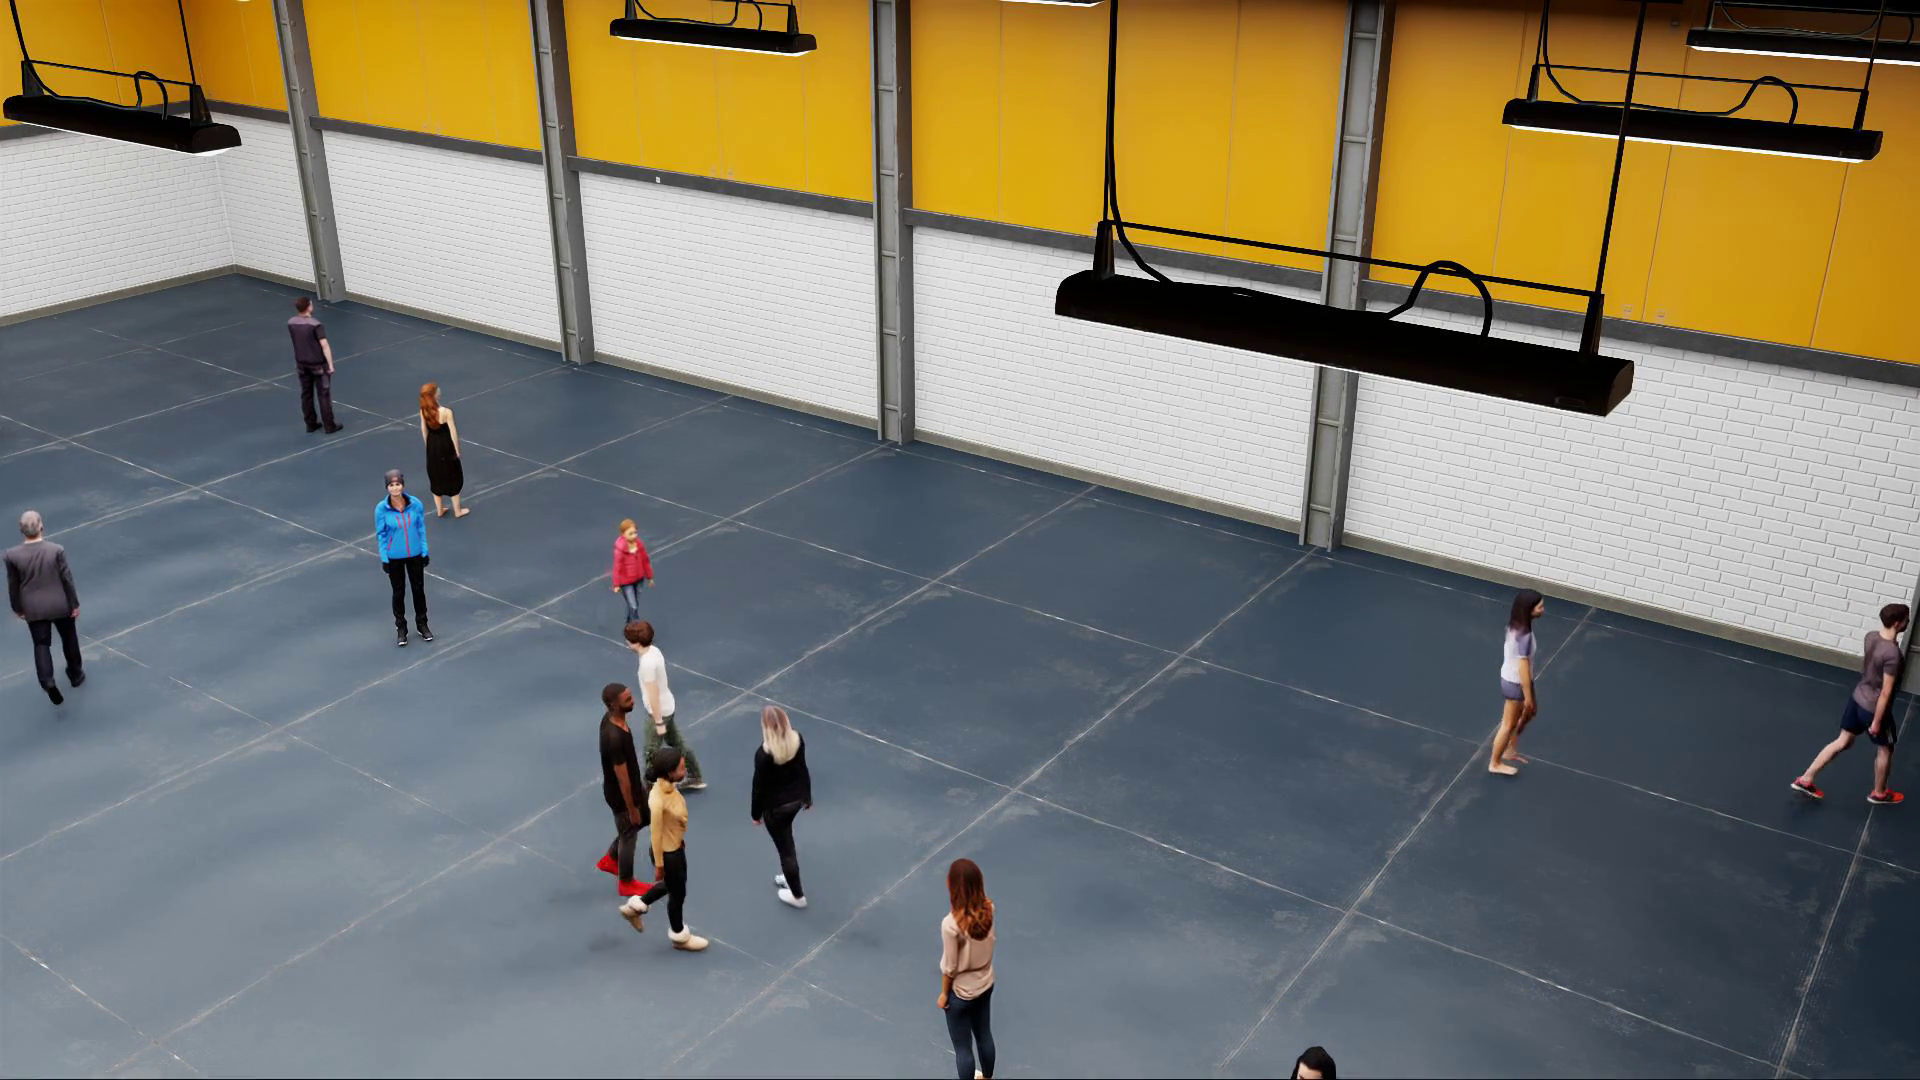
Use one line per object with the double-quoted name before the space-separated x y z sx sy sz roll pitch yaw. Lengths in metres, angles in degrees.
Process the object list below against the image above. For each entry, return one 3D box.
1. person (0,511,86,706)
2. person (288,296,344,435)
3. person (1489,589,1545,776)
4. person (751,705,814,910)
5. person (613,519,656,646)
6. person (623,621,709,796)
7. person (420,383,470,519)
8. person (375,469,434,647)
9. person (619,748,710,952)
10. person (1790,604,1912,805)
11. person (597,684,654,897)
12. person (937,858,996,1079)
"person" -8.343 0.634 15.190 1.085 1.814 1.231 -9 25 -20
"person" -8.530 -2.307 21.874 0.668 1.849 0.854 7 25 16
"person" 4.610 1.195 14.017 0.741 1.726 0.723 4 24 9
"person" -1.237 2.003 12.233 0.663 1.673 0.672 21 31 39
"person" -3.275 0.386 16.401 0.615 1.298 0.817 -22 32 -40
"person" -2.414 1.406 13.661 1.056 1.623 0.996 -2 24 -4
"person" -6.016 -1.042 19.257 0.617 1.626 0.709 5 24 10
"person" -5.447 0.157 16.304 0.692 1.795 0.692 -10 26 -22
"person" -2.151 2.213 11.796 0.986 1.638 0.866 1 24 2
"person" 7.305 1.366 13.515 1.257 1.814 1.105 0 24 -1
"person" -2.584 1.879 12.366 0.883 1.795 0.828 -2 24 -6
"person" 0.056 2.767 10.339 0.634 1.791 0.589 -21 31 -39
